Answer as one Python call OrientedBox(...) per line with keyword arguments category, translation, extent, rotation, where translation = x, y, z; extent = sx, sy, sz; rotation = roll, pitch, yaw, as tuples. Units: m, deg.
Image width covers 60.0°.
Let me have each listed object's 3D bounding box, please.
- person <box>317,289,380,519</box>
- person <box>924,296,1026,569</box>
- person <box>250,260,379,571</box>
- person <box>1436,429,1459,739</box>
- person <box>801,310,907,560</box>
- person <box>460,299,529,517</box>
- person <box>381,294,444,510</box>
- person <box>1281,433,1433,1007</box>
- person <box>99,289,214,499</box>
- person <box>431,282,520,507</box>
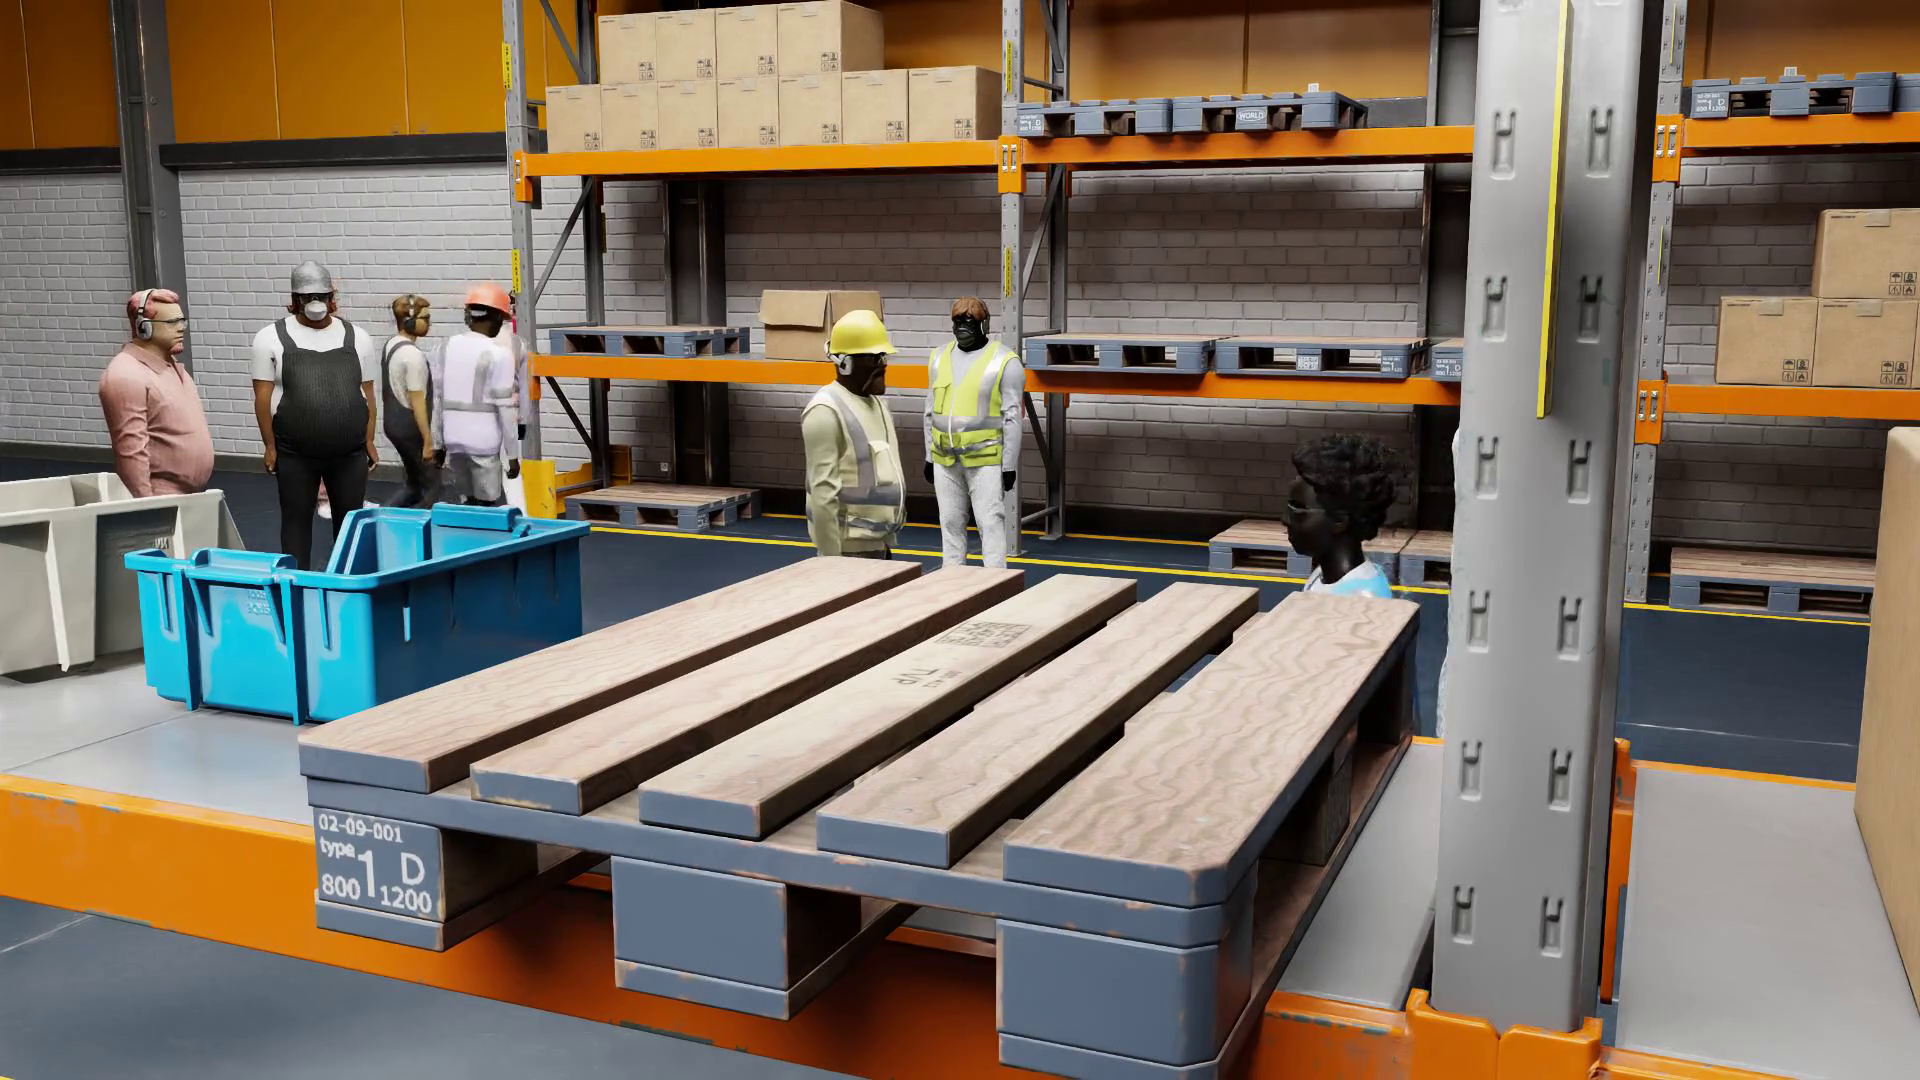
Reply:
OrientedBox(category="person", translation=(-4.959, -1.106, 13.226), extent=(0.404, 1.865, 0.806), rotation=(4, 10, 24))
OrientedBox(category="person", translation=(0.059, -0.459, 9.459), extent=(0.625, 1.837, 0.428), rotation=(6, 11, 31))
OrientedBox(category="person", translation=(-3.658, -0.581, 9.552), extent=(0.684, 2.000, 0.538), rotation=(-6, 11, -34))
OrientedBox(category="person", translation=(2.061, 0.090, 6.422), extent=(0.295, 1.743, 0.493), rotation=(8, 13, 41))
OrientedBox(category="person", translation=(-0.418, -0.018, 6.804), extent=(0.403, 1.832, 0.593), rotation=(3, 10, 20))
OrientedBox(category="person", translation=(-3.420, -0.876, 12.060), extent=(0.640, 1.800, 0.931), rotation=(-6, 11, -33))
OrientedBox(category="person", translation=(-3.564, -0.671, 10.736), extent=(0.611, 1.826, 0.542), rotation=(-7, 12, -36))
OrientedBox(category="person", translation=(0.887, 0.585, 3.708), extent=(0.857, 1.659, 0.531), rotation=(2, 10, 13))
OrientedBox(category="person", translation=(-3.561, -0.168, 7.484), extent=(0.402, 1.906, 0.652), rotation=(-1, 10, -7))
OrientedBox(category="person", translation=(-2.868, -0.565, 9.876), extent=(0.591, 1.901, 0.547), rotation=(5, 11, 28))
